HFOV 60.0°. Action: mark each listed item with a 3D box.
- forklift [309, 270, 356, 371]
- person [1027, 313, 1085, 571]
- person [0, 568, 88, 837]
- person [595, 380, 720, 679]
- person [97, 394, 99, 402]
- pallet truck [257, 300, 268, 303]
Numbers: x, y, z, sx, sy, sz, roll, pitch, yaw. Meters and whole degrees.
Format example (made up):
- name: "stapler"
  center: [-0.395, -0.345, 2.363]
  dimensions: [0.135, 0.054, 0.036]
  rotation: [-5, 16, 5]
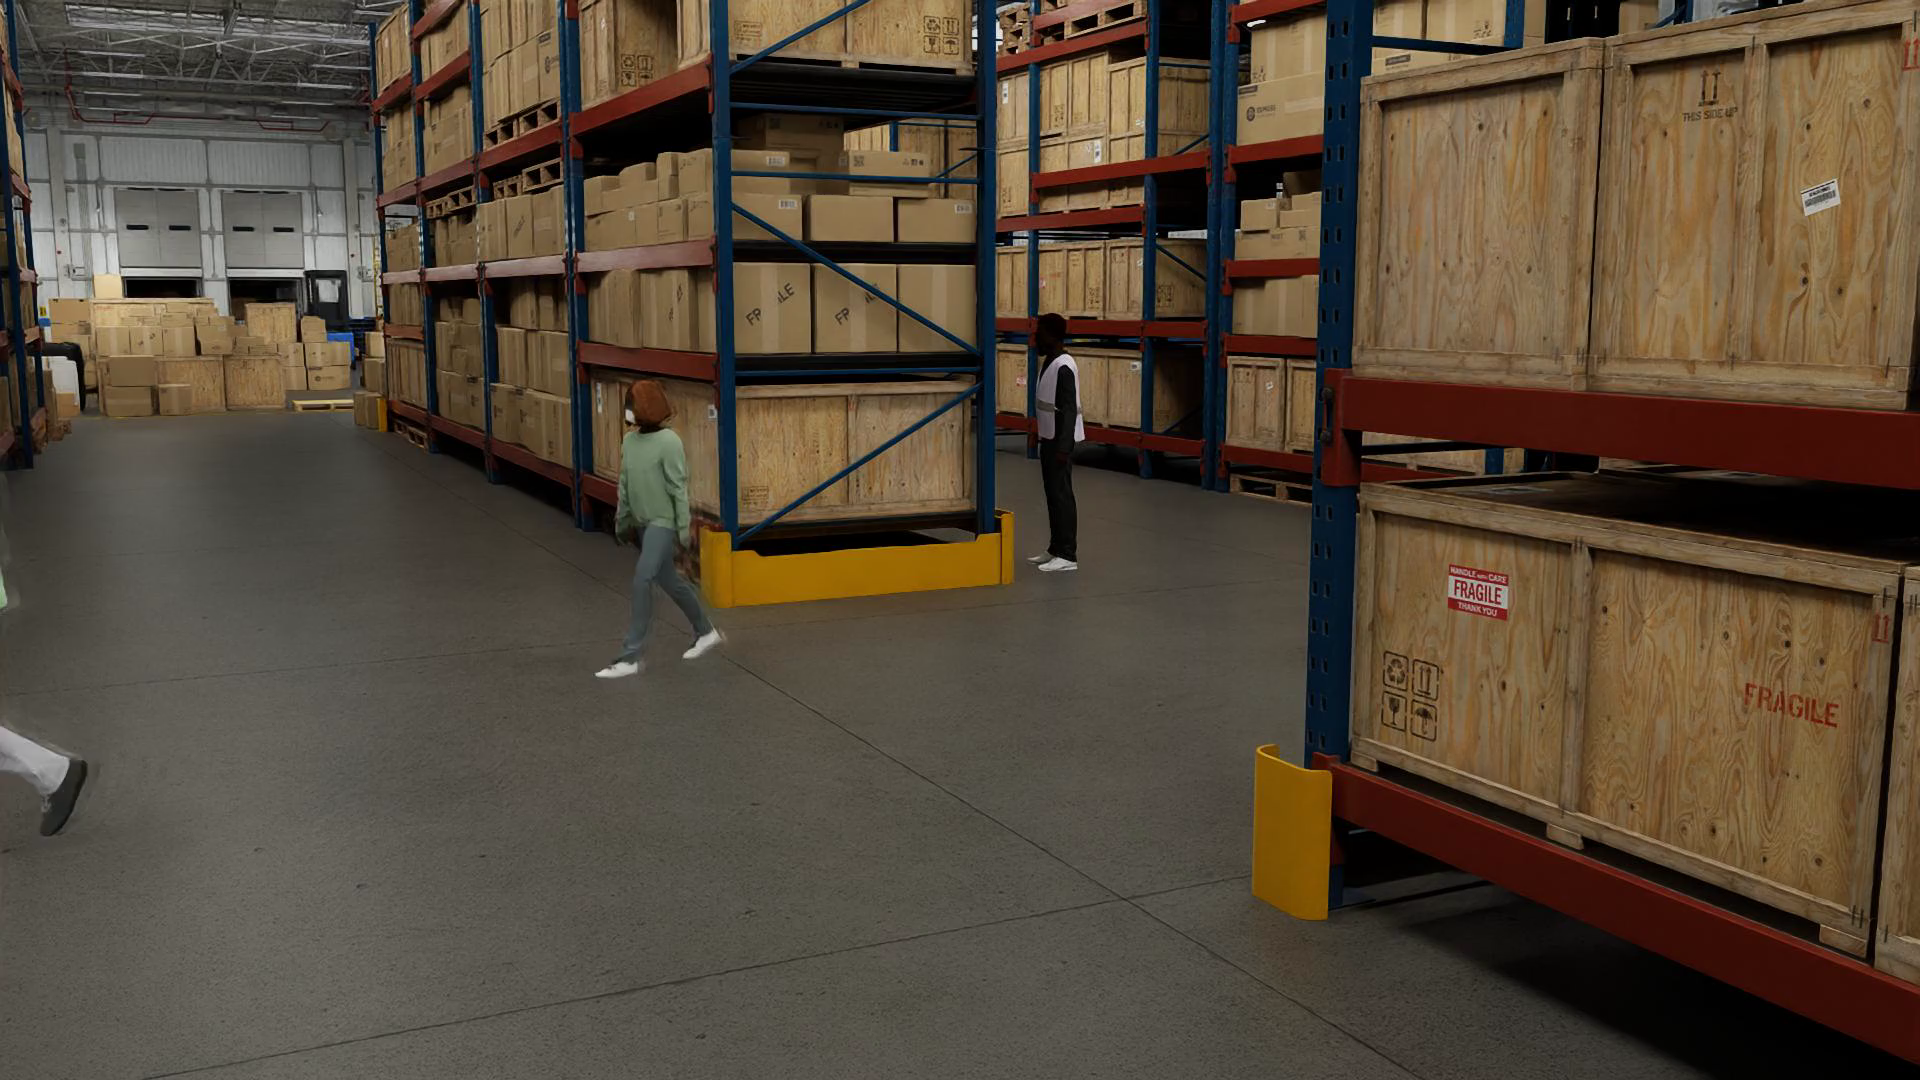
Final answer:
- name: "forklift"
  center: [-17.534, -6.119, 46.287]
  dimensions: [1.129, 2.768, 1.873]
  rotation: [-4, 9, -26]
- name: "person"
  center: [0.730, -0.729, 12.419]
  dimensions: [0.373, 1.916, 0.596]
  rotation: [-1, 8, -10]
- name: "person"
  center: [-3.588, 0.255, 5.962]
  dimensions: [0.595, 1.830, 0.574]
  rotation: [-7, 11, -39]
- name: "person"
  center: [-1.643, -0.084, 9.084]
  dimensions: [0.849, 1.594, 0.517]
  rotation: [-8, 11, -42]
- name: "person"
  center: [-16.351, -3.630, 32.388]
  dimensions: [1.057, 1.937, 0.641]
  rotation: [-1, 8, -8]
- name: "pallet truck"
  center: [-23.913, -7.404, 58.171]
  dimensions: [1.885, 1.965, 0.823]
  rotation: [-1, 8, -9]
